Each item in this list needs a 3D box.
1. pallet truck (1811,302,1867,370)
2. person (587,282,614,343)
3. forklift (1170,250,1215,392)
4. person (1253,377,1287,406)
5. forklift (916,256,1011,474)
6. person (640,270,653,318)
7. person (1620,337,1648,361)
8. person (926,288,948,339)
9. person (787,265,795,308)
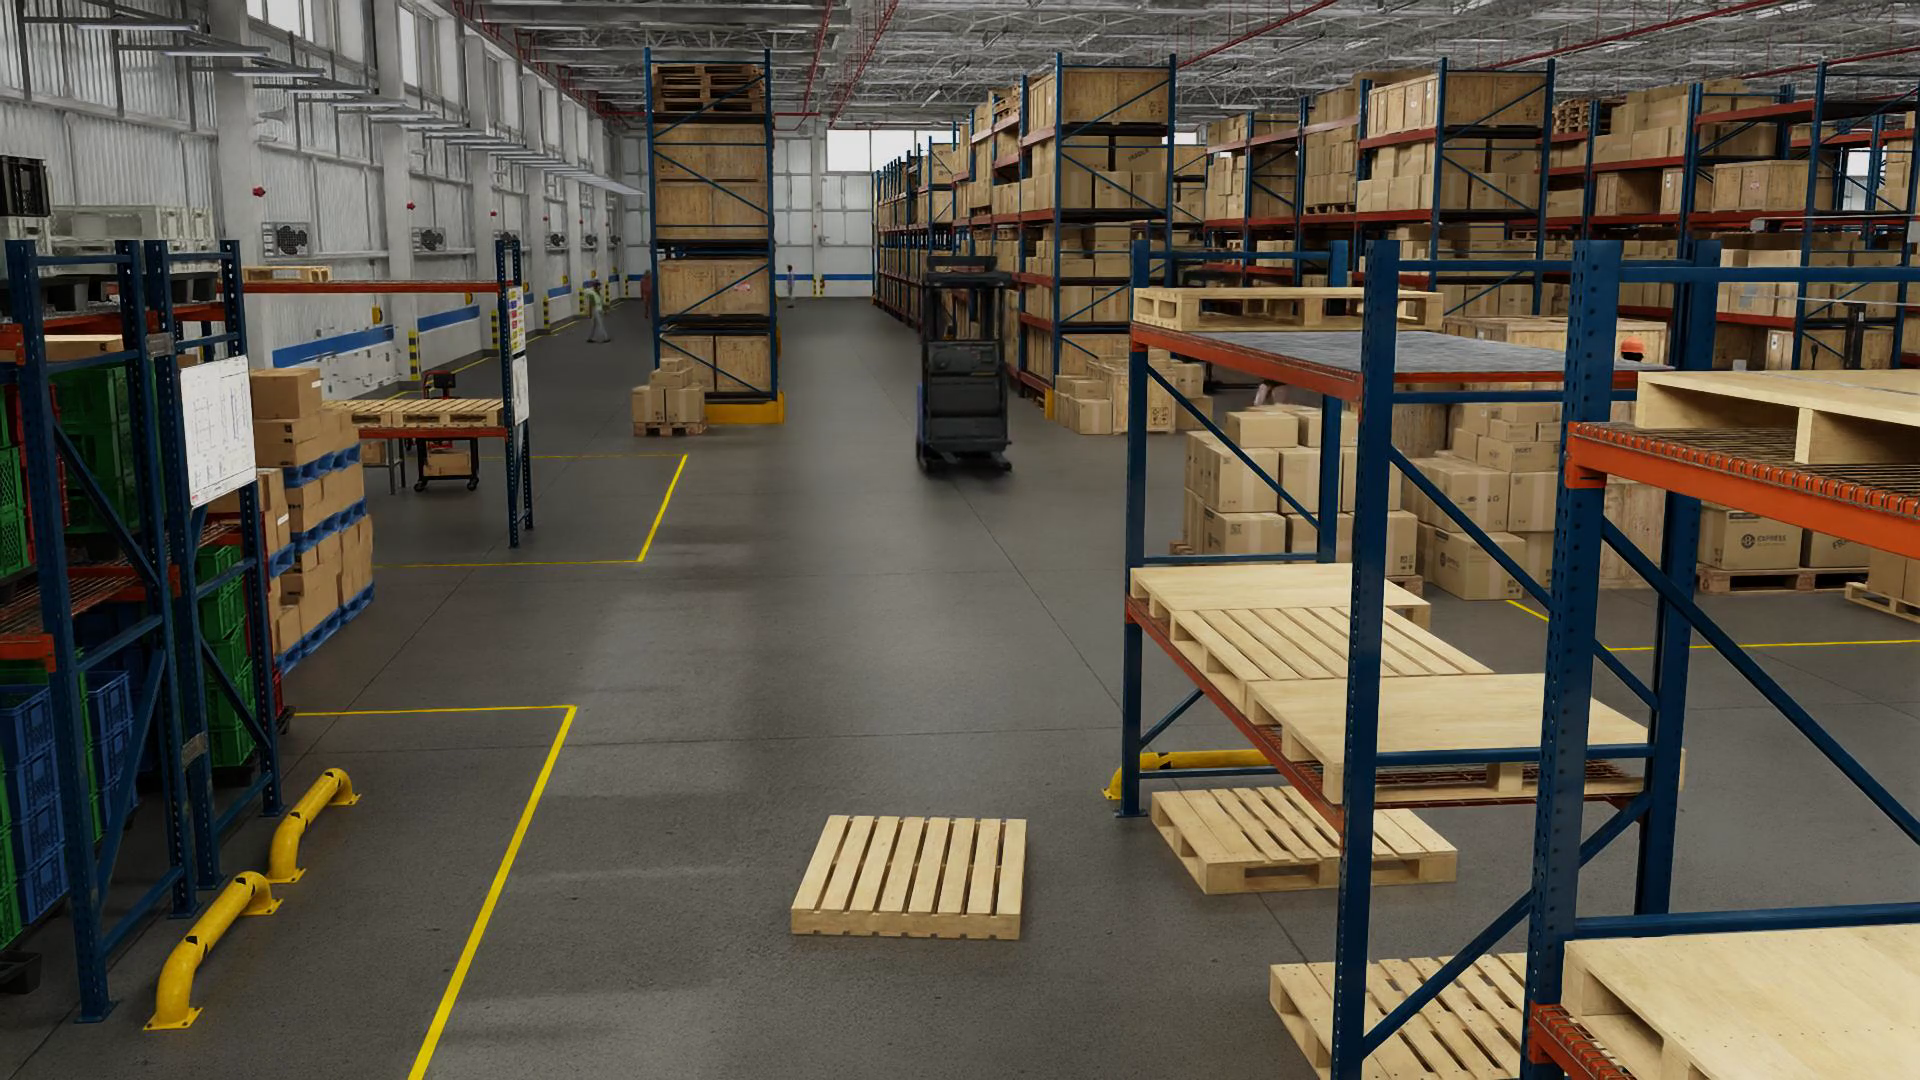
[{"bbox_3d":[15.846,-3.142,28.793,1.885,1.965,0.823,2,10,12],"label":"pallet truck"},{"bbox_3d":[-10.664,-6.710,49.131,0.956,1.792,0.571,2,11,14],"label":"person"},{"bbox_3d":[4.157,-4.404,33.333,1.873,2.768,1.129,1,10,5],"label":"forklift"},{"bbox_3d":[4.399,-2.254,24.032,0.922,1.944,0.604,-4,11,-22],"label":"person"},{"bbox_3d":[0.006,-2.381,22.128,1.129,2.768,1.873,-1,10,-6],"label":"forklift"},{"bbox_3d":[-12.138,-9.587,64.816,0.659,1.885,0.695,-1,10,-4],"label":"person"},{"bbox_3d":[7.662,-1.367,19.124,0.375,1.935,0.551,2,10,11],"label":"person"},{"bbox_3d":[-0.653,-6.600,48.307,0.904,1.878,0.646,-4,11,-21],"label":"person"},{"bbox_3d":[-7.557,-11.338,74.370,0.351,1.936,0.634,-2,10,-12],"label":"person"}]
